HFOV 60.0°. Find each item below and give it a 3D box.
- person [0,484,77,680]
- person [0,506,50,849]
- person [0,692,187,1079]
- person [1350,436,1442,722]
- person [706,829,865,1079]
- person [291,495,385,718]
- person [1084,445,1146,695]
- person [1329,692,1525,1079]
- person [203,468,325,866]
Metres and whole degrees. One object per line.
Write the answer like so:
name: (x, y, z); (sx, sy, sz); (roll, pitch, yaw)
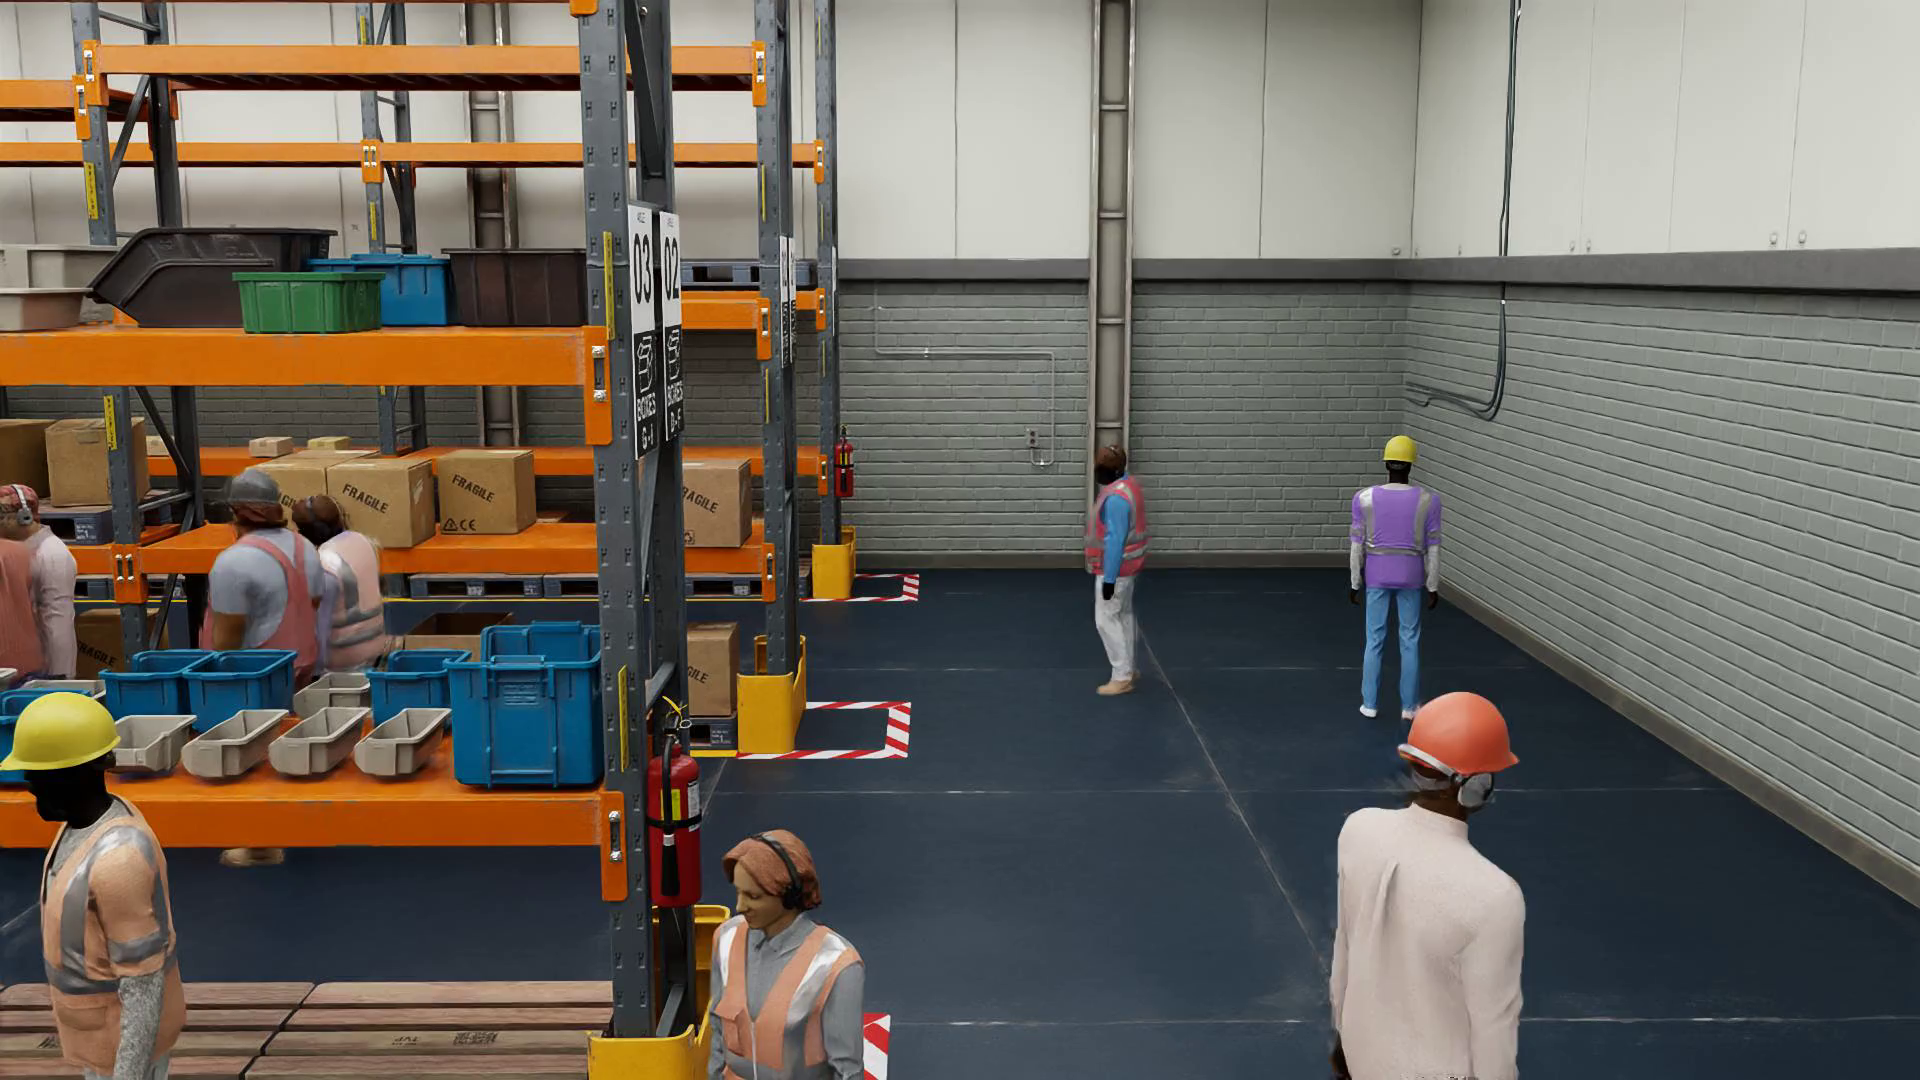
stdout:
person: (-4.980, 0.641, 8.940); (0.648, 1.899, 0.398); (7, 12, 38)
person: (-5.083, 0.656, 8.660); (0.843, 1.955, 0.694); (4, 10, 22)
person: (-2.318, 1.346, 4.528); (0.384, 1.924, 0.589); (-7, 11, -36)
person: (2.918, 0.261, 11.172); (0.594, 1.926, 0.366); (3, 10, 16)
person: (-0.443, 1.530, 4.297); (0.528, 1.630, 0.320); (7, 12, 37)
person: (-3.410, 0.638, 9.199); (0.431, 1.815, 0.653); (1, 9, 5)
person: (1.126, 0.200, 11.977); (0.429, 1.806, 0.819); (3, 10, 17)
person: (1.159, 1.357, 4.291); (0.527, 1.977, 0.636); (-5, 11, -30)
person: (-3.586, 0.639, 8.506); (0.535, 2.000, 0.712); (2, 9, 13)
